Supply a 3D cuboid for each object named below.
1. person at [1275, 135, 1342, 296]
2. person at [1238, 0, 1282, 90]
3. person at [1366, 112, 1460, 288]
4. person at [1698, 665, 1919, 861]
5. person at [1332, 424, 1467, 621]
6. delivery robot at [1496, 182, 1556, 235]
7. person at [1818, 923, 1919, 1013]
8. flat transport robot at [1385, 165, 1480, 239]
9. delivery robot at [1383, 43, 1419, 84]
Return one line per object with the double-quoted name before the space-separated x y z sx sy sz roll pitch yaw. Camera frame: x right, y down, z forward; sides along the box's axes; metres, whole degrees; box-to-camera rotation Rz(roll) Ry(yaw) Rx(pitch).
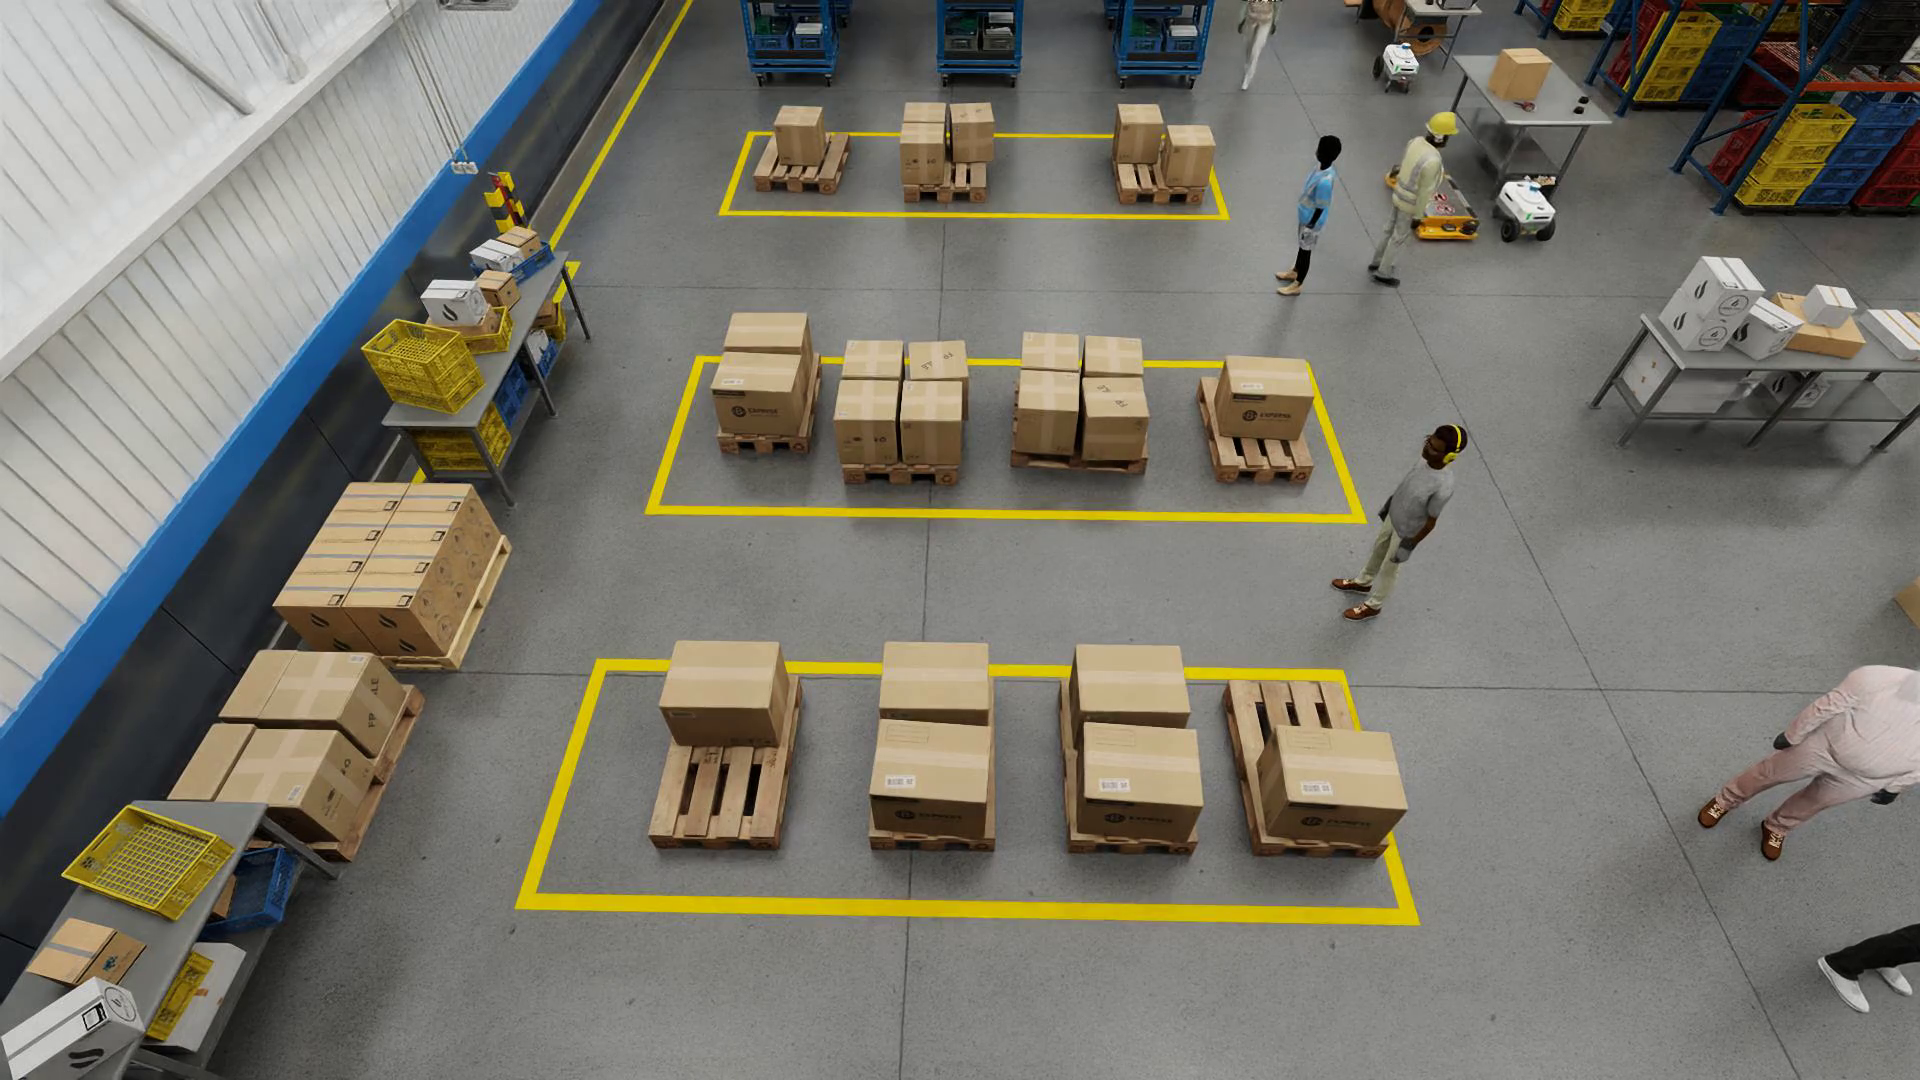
"person" 3.618 -3.327 9.455 0.322 1.699 0.536 11 50 9
"person" 4.251 -7.369 13.016 0.525 1.608 0.774 20 52 16
"person" 4.709 -3.535 9.549 0.404 1.830 0.599 -1 49 -1
"person" 5.167 1.275 5.338 0.643 1.908 0.410 30 55 23
"person" 3.146 -0.112 6.559 0.328 1.877 0.514 0 49 0
"delivery robot" 6.576 -3.896 10.641 0.477 0.478 0.707 -2 49 -2
"person" 5.351 1.972 4.738 0.584 1.909 0.391 -11 50 -10
"flat transport robot" 5.692 -4.094 11.059 0.652 0.197 1.431 1 49 1
"delivery robot" 6.375 -6.918 13.257 0.477 0.478 0.707 3 49 3
